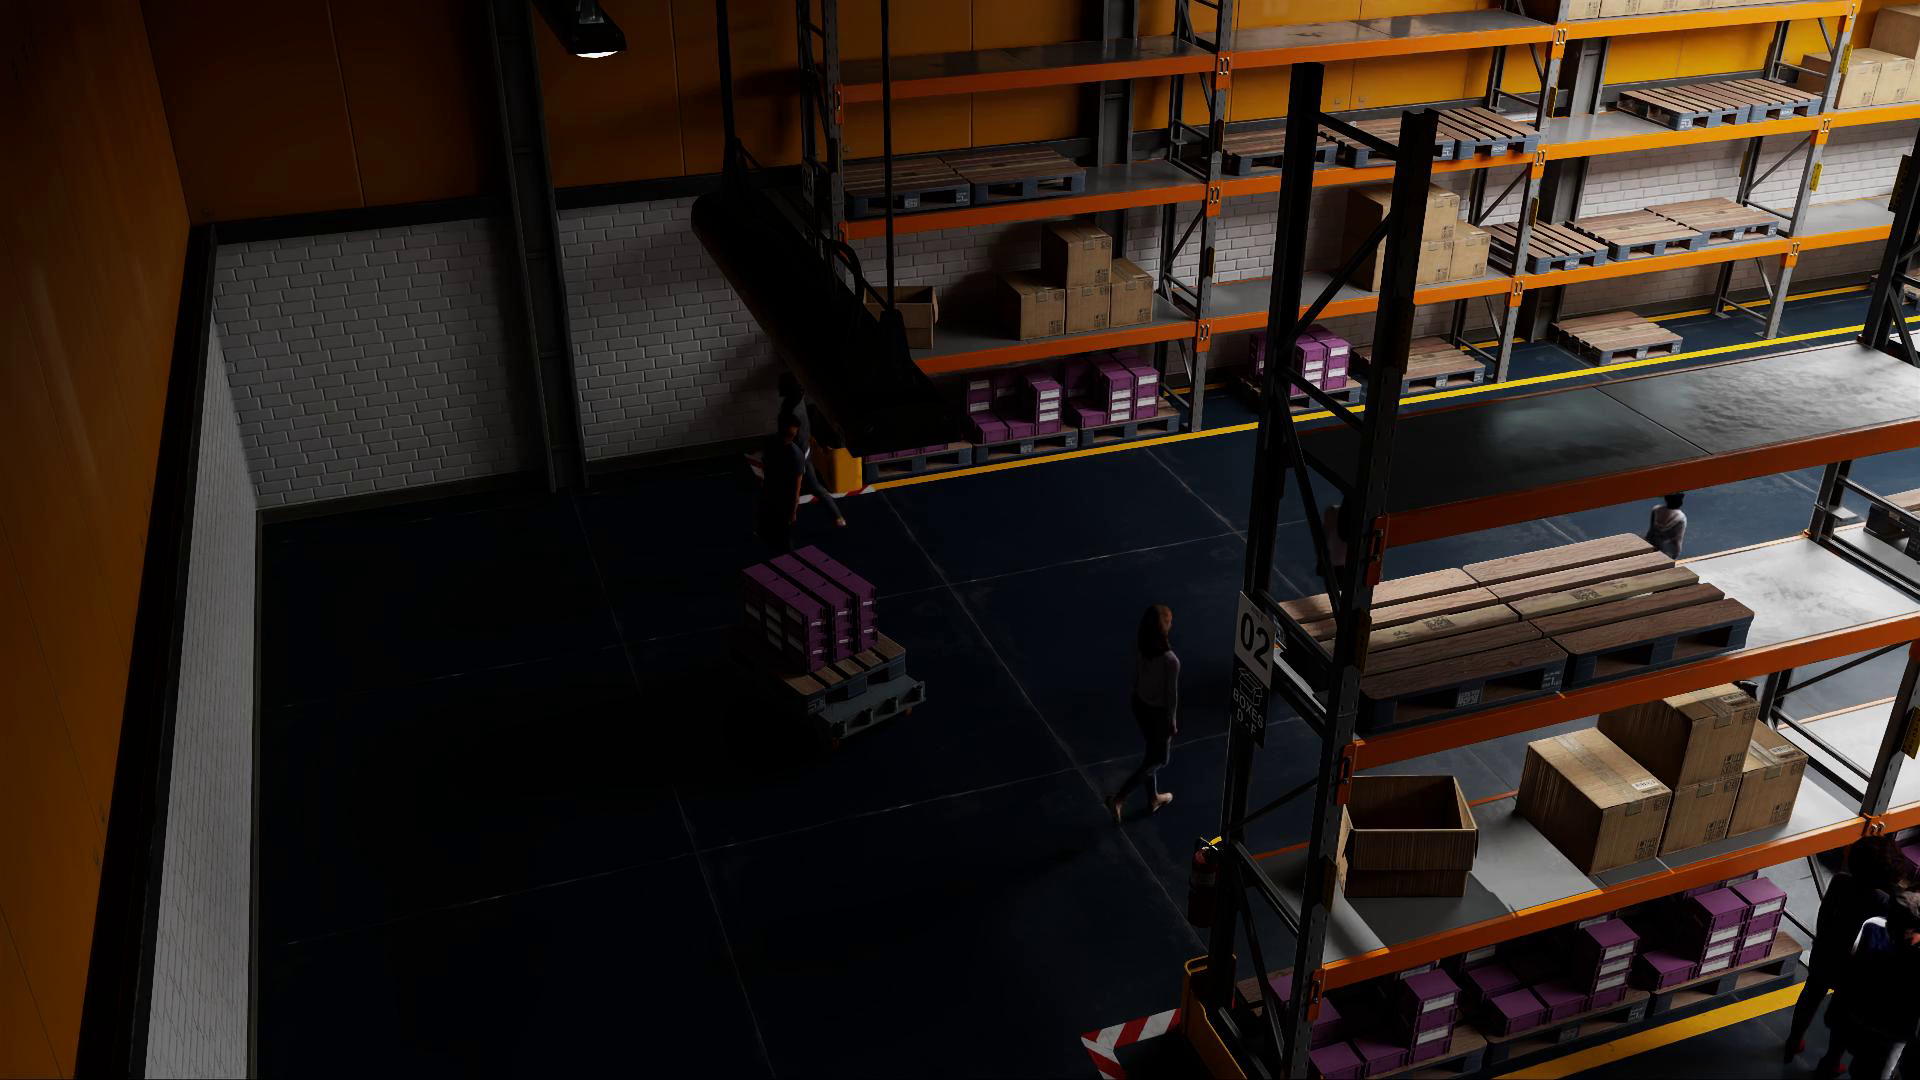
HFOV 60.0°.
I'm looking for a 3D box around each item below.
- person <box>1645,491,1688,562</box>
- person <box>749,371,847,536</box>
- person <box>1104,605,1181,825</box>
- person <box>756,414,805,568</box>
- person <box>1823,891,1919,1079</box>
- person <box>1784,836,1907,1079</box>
[{"bbox_3d":[6.146,0.114,14.636,0.837,1.244,0.654,-23,36,-36],"label":"person"},{"bbox_3d":[-1.463,-0.792,15.799,1.245,1.722,0.907,0,29,1],"label":"person"},{"bbox_3d":[1.316,1.287,11.932,1.025,1.775,0.752,-18,33,-29],"label":"person"},{"bbox_3d":[-1.608,-0.370,14.993,0.793,1.753,0.873,-16,33,-27],"label":"person"},{"bbox_3d":[5.242,2.676,9.370,1.099,1.791,0.705,-14,32,-24],"label":"person"},{"bbox_3d":[5.235,2.469,9.833,0.604,1.711,0.635,-20,34,-32],"label":"person"}]
